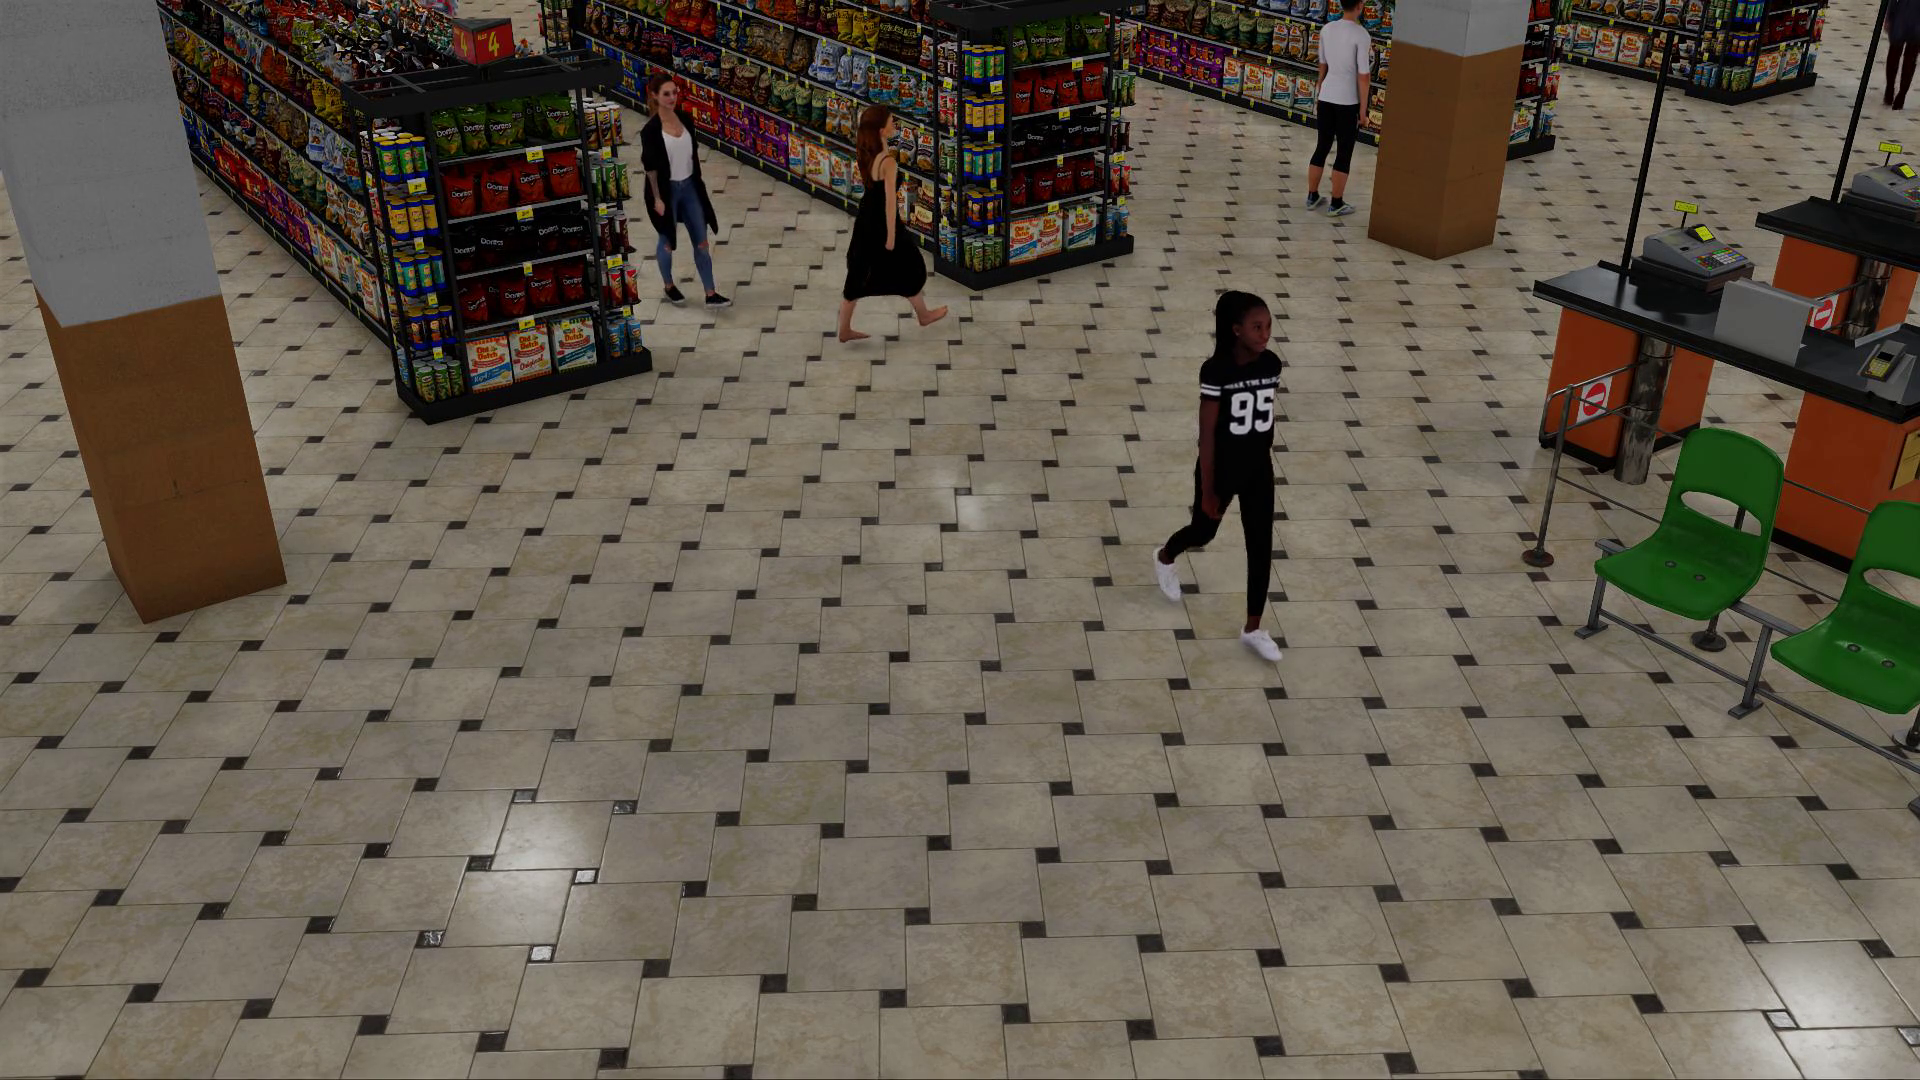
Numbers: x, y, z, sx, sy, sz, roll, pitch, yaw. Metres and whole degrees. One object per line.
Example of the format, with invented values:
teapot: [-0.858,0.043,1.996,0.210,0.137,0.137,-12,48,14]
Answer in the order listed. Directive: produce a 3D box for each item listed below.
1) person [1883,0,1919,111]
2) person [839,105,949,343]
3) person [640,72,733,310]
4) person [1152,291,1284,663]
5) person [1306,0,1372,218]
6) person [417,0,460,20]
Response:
person: [9.538,-5.220,16.735,0.948,1.688,0.910,13,31,23]
person: [-0.613,-2.048,11.041,0.636,1.579,0.986,-18,34,-30]
person: [-2.065,-2.448,11.687,0.700,1.661,0.931,-23,36,-35]
person: [1.210,-0.324,7.762,0.745,1.695,1.187,-12,31,-21]
person: [3.096,-3.590,13.584,0.724,1.848,0.495,-22,35,-34]
person: [-5.298,-5.230,16.842,0.595,1.603,0.740,-19,34,-31]
